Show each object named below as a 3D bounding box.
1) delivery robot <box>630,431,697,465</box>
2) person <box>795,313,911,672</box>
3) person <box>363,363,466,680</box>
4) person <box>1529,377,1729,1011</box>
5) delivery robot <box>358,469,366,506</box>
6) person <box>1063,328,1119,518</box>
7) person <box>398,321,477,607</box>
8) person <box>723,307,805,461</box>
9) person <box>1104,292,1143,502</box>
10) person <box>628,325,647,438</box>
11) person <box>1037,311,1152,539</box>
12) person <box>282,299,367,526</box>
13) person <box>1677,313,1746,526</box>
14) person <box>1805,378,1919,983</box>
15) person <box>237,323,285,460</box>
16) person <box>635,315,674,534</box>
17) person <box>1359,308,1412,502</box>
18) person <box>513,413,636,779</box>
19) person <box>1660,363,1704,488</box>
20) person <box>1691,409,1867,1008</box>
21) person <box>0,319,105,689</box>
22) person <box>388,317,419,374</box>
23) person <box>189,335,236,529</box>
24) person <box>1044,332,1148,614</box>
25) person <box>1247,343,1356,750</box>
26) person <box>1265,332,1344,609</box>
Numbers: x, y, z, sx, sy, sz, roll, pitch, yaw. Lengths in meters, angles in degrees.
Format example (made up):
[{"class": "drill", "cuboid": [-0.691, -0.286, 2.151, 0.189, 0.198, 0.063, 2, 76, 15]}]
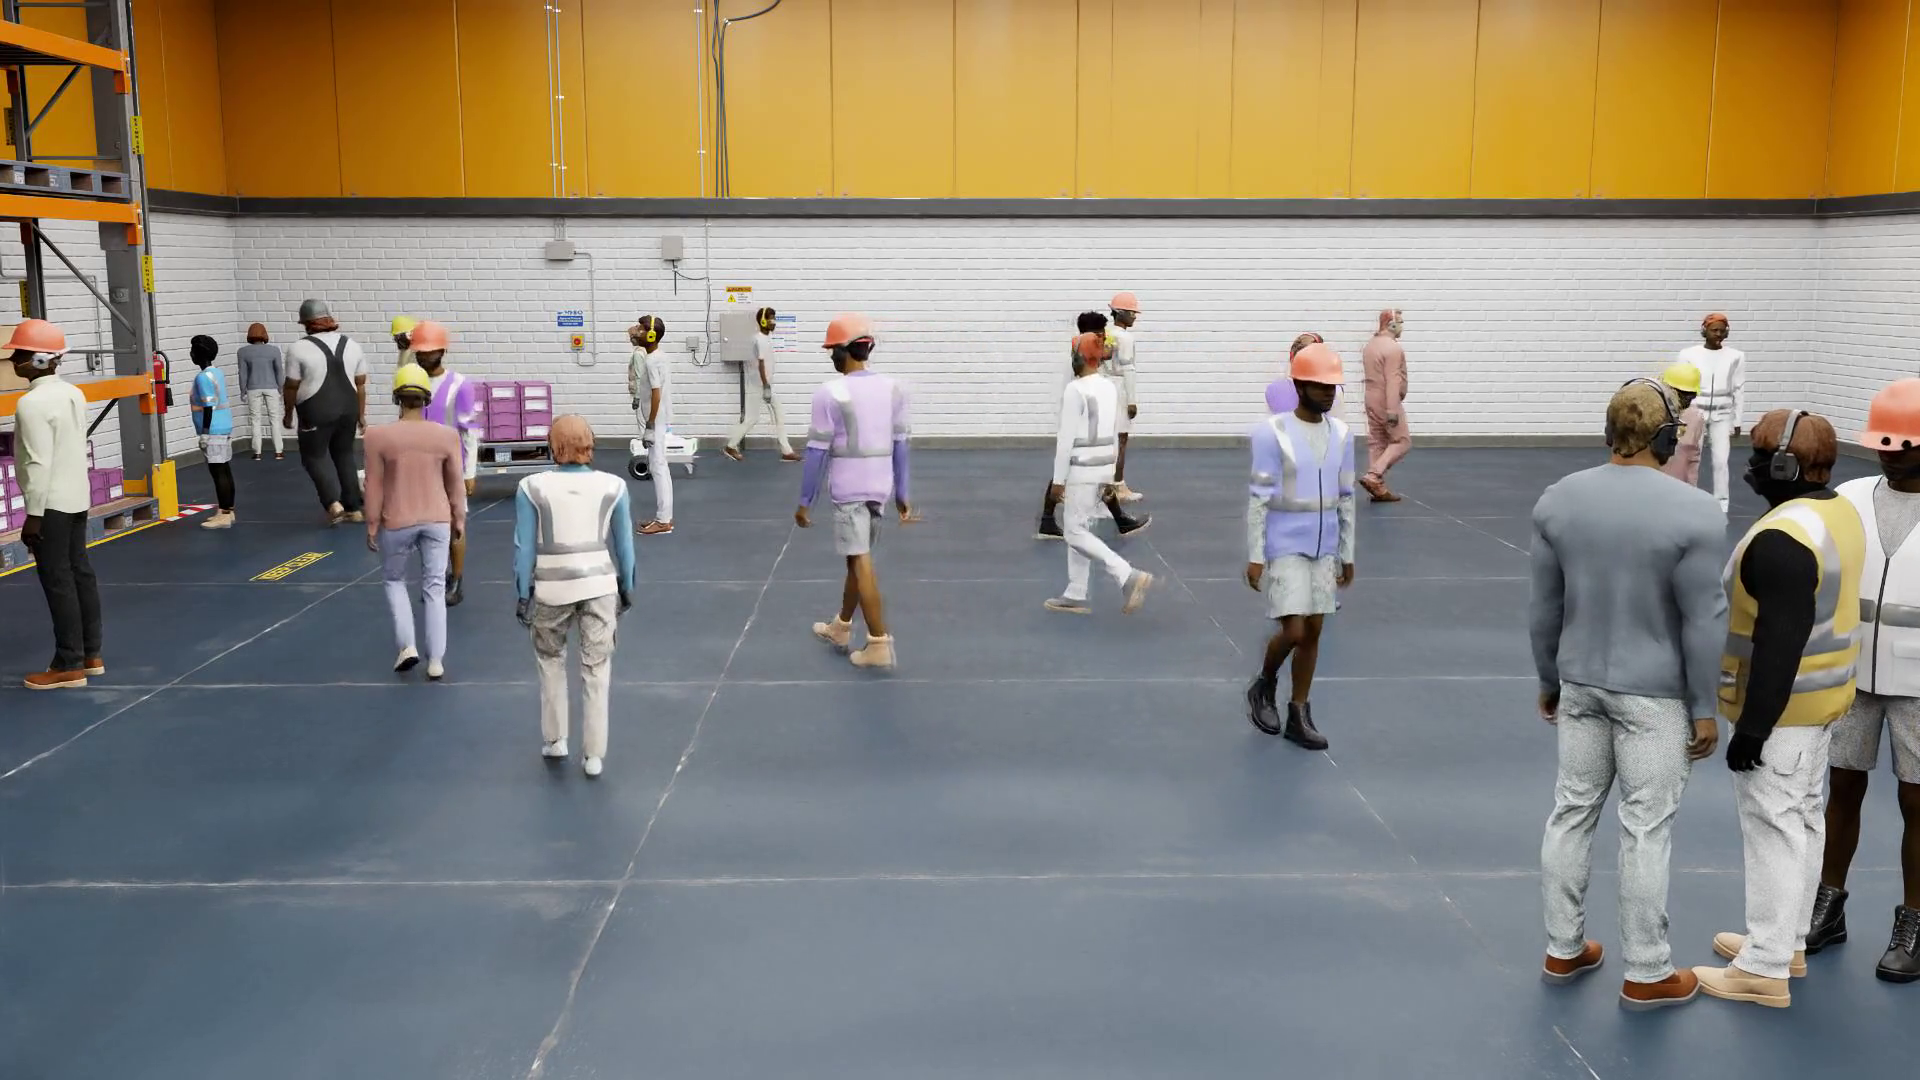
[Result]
[{"class": "delivery robot", "cuboid": [-3.206, -0.988, 18.024, 0.707, 0.478, 0.477, -1, 9, -7]}, {"class": "person", "cuboid": [-0.677, -0.284, 9.535, 0.628, 2.005, 0.947, -9, 13, -43]}, {"class": "person", "cuboid": [-3.000, -0.096, 9.184, 0.543, 1.750, 0.392, -4, 10, -24]}, {"class": "person", "cuboid": [2.051, 0.470, 5.144, 0.373, 1.941, 0.627, -7, 12, -37]}, {"class": "delivery robot", "cuboid": [-5.237, -0.508, 15.082, 0.707, 0.478, 0.477, 8, 12, 41]}, {"class": "person", "cuboid": [1.225, -1.043, 15.033, 0.442, 1.728, 0.505, 1, 9, 4]}, {"class": "person", "cuboid": [-3.494, -0.494, 11.108, 0.576, 1.918, 0.445, 1, 9, 7]}, {"class": "person", "cuboid": [-2.334, -1.821, 19.537, 0.966, 1.825, 0.533, 1, 9, 4]}, {"class": "person", "cuboid": [1.569, -1.396, 16.280, 0.395, 2.039, 0.606, -3, 10, -20]}, {"class": "person", "cuboid": [-3.596, -1.611, 18.827, 0.308, 1.638, 0.511, 0, 9, 0]}, {"class": "person", "cuboid": [1.117, -0.948, 13.896, 1.005, 1.909, 0.633, -2, 9, -13]}, {"class": "person", "cuboid": [-5.582, -1.135, 14.673, 0.656, 2.000, 0.697, 8, 12, 39]}, {"class": "person", "cuboid": [6.641, -1.068, 14.760, 0.586, 1.882, 0.403, 2, 10, 15]}, {"class": "person", "cuboid": [2.977, 0.446, 5.328, 0.375, 1.927, 0.543, -8, 12, -40]}, {"class": "person", "cuboid": [-8.297, -1.763, 19.767, 0.498, 1.633, 0.279, -4, 10, -22]}, {"class": "person", "cuboid": [-2.633, -0.986, 14.276, 0.326, 1.872, 0.520, 0, 9, -2]}, {"class": "person", "cuboid": [4.134, -1.293, 16.077, 0.425, 1.891, 0.671, -2, 9, -10]}, {"class": "person", "cuboid": [-1.739, 0.240, 7.508, 0.551, 1.616, 0.607, -3, 10, -20]}, {"class": "person", "cuboid": [4.542, -0.313, 10.774, 0.537, 1.660, 1.046, -1, 9, -9]}, {"class": "person", "cuboid": [2.526, 0.515, 5.163, 0.430, 1.845, 0.619, 8, 12, 40]}, {"class": "person", "cuboid": [-4.923, -0.196, 9.041, 0.368, 1.996, 0.622, -1, 9, -6]}, {"class": "person", "cuboid": [-5.735, -1.458, 17.490, 0.966, 1.769, 0.644, -7, 12, -38]}, {"class": "person", "cuboid": [-6.538, -0.943, 14.545, 0.322, 1.696, 0.536, -2, 9, -11]}, {"class": "person", "cuboid": [0.888, -0.413, 10.784, 0.694, 1.865, 0.591, 6, 11, 32]}, {"class": "person", "cuboid": [1.619, 0.038, 7.828, 0.572, 1.925, 0.418, -4, 10, -25]}, {"class": "person", "cuboid": [2.273, -0.442, 11.004, 0.565, 1.850, 0.390, 7, 12, 38]}]
